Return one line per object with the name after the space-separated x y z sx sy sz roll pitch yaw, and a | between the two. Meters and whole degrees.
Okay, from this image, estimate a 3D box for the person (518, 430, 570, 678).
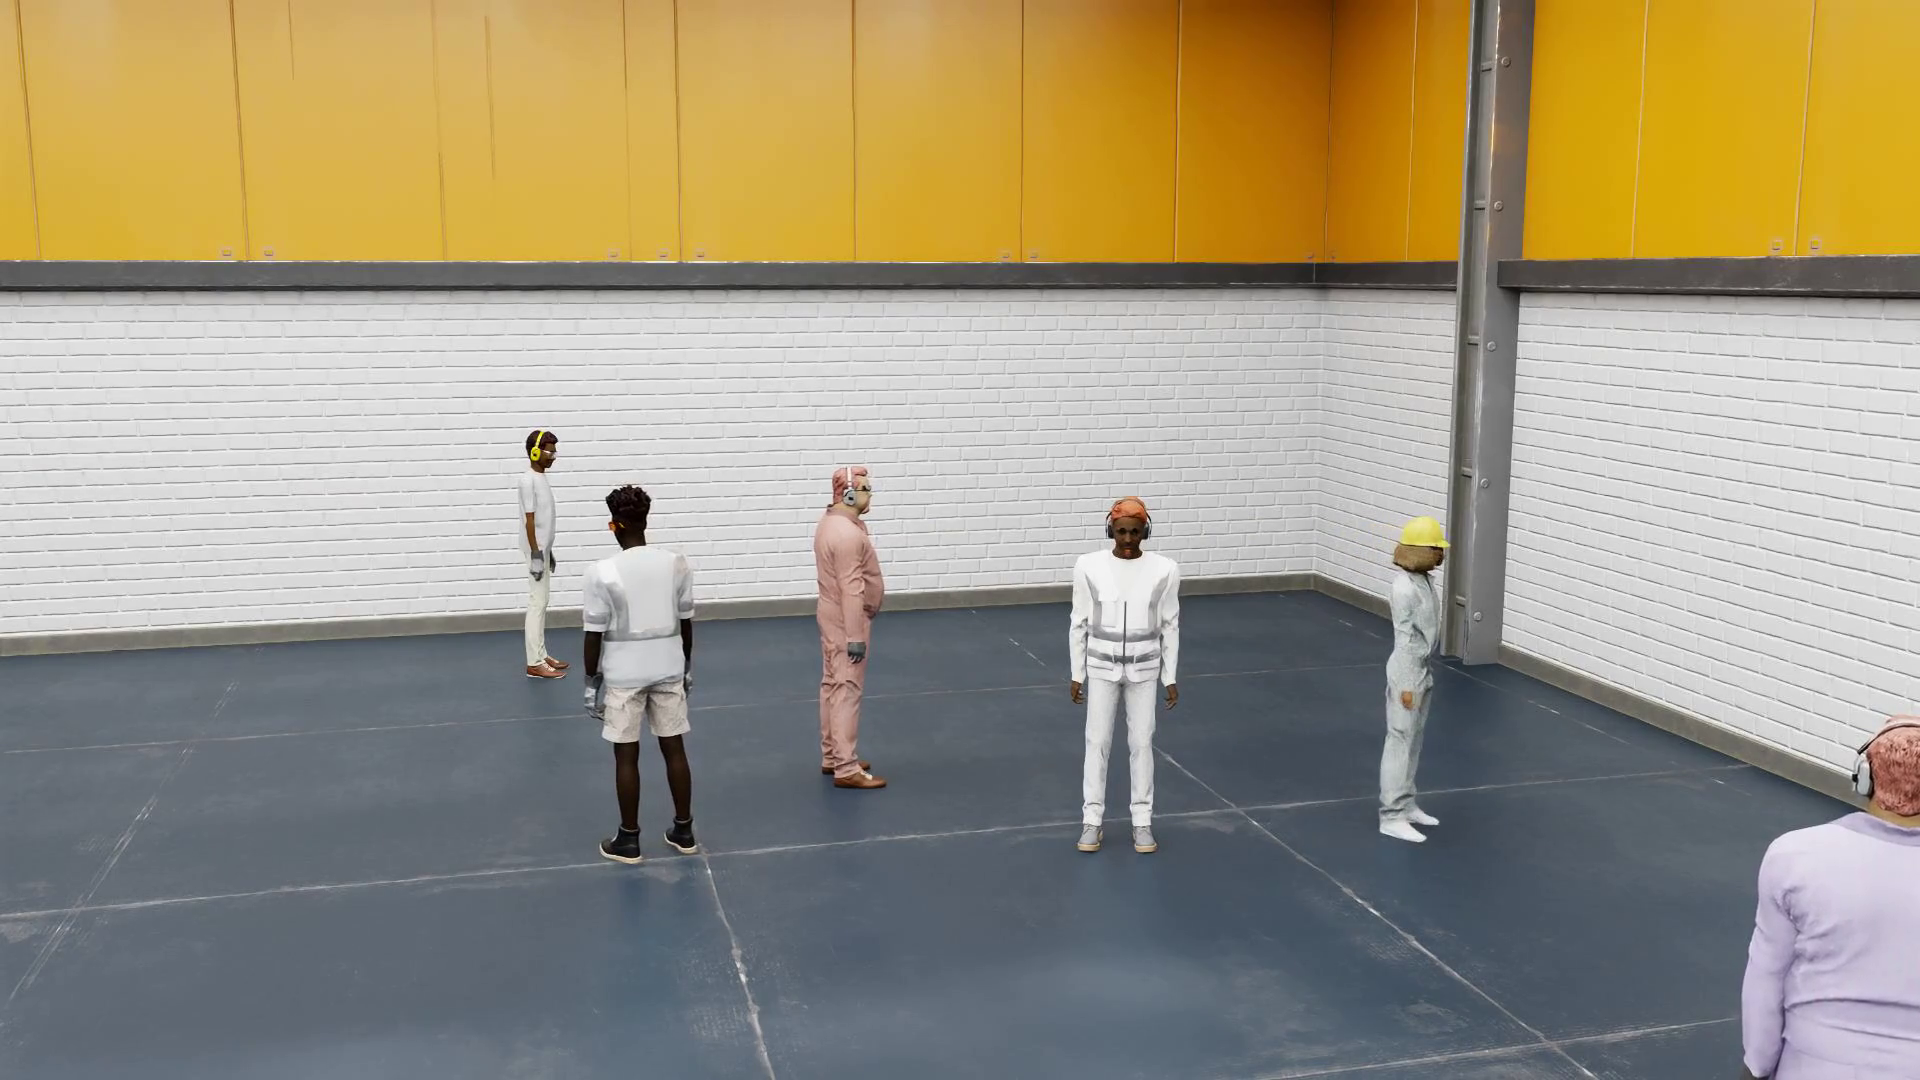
-3.150 0.101 12.544 0.329 1.865 0.515 -1 9 -5 | person

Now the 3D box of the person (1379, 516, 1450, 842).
2.458 0.734 8.964 0.307 1.742 0.492 5 10 29 | person

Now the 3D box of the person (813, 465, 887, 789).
-0.648 0.506 9.880 0.399 1.909 0.642 -2 9 -15 | person

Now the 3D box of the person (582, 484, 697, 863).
-1.661 0.687 8.633 0.617 1.953 0.400 -6 11 -33 | person

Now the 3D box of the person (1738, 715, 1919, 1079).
2.401 1.395 4.374 0.646 1.901 0.401 4 10 23 | person

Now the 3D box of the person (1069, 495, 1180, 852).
0.858 0.702 8.719 0.574 1.887 0.355 1 9 4 | person
